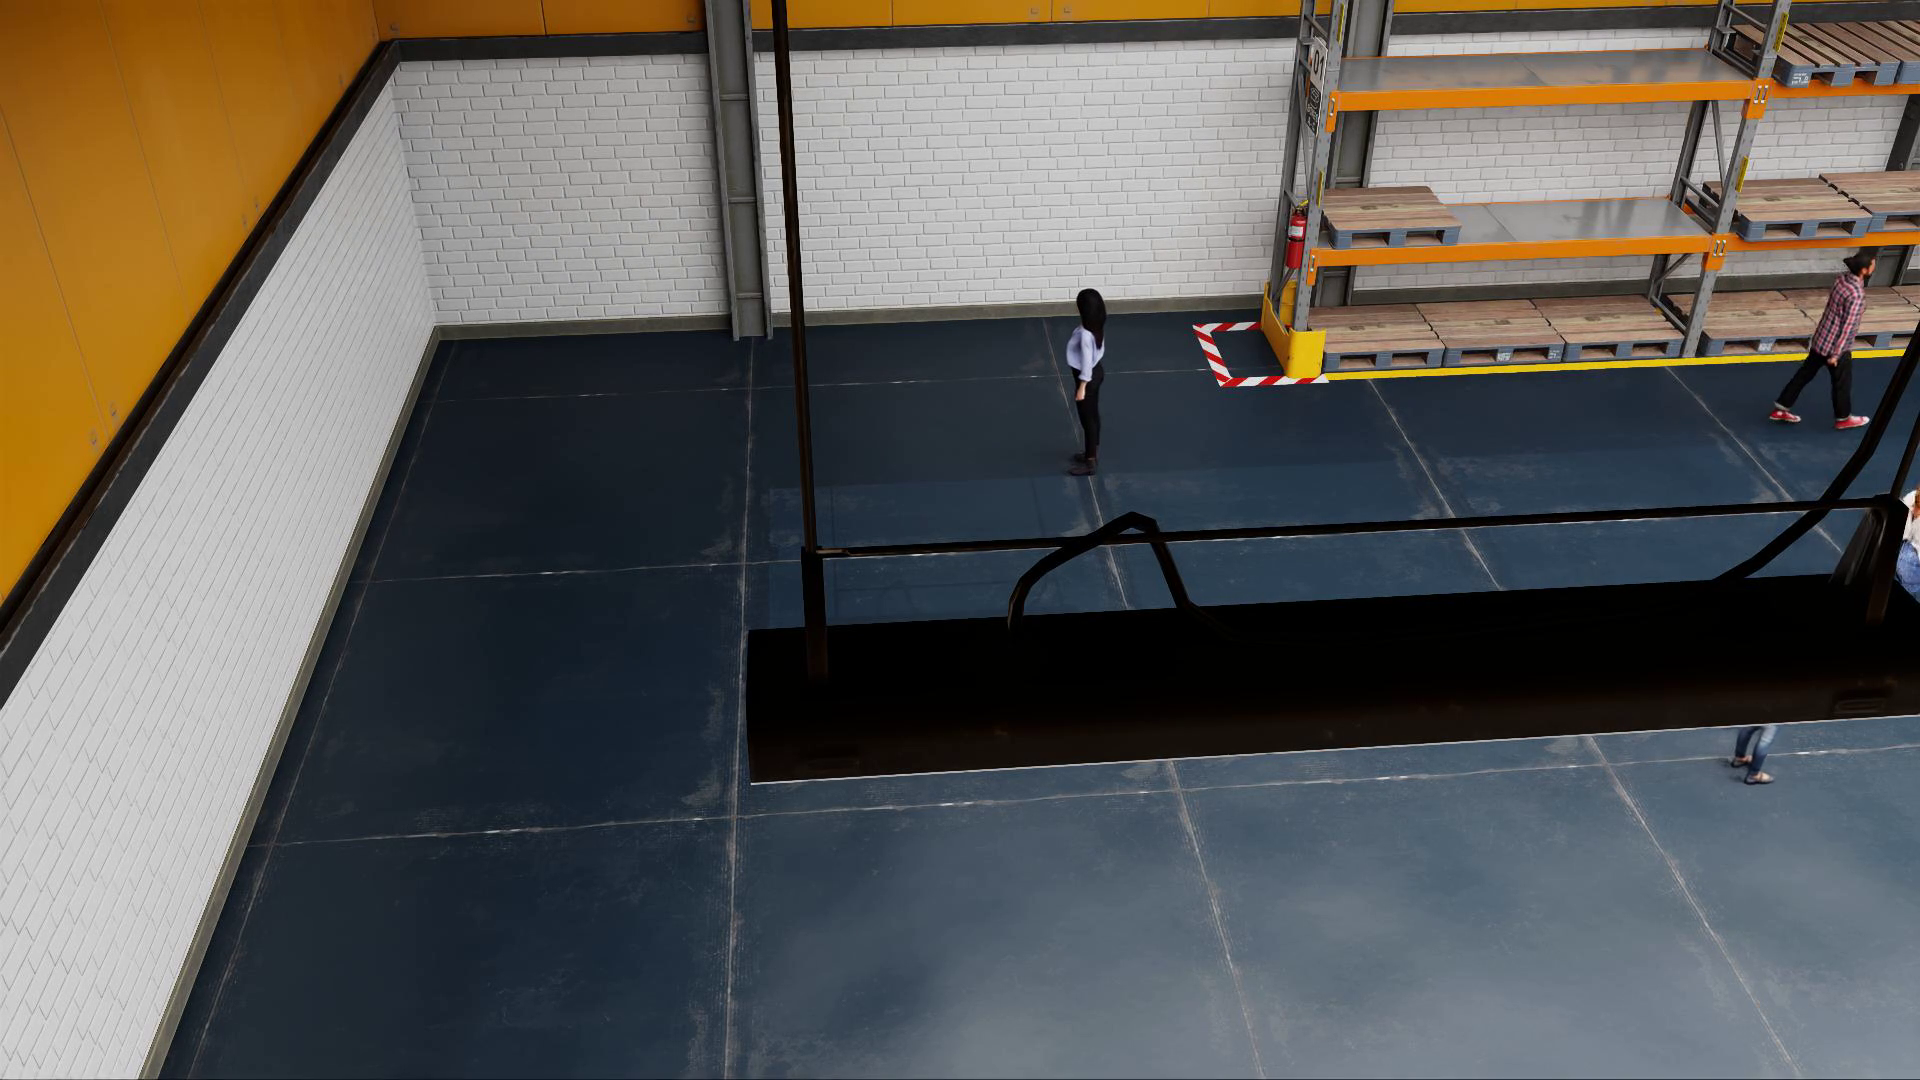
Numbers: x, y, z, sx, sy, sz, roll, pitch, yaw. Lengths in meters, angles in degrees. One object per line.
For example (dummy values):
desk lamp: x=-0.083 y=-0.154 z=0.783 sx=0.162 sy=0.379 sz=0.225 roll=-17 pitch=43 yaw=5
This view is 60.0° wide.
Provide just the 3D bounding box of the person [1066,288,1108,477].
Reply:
person: x=1.112 y=-1.361 z=14.306 sx=0.671 sy=1.745 sz=0.712 roll=9 pitch=35 yaw=13

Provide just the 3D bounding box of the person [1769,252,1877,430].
person: x=7.771 y=-1.768 z=14.944 sx=1.081 sy=1.717 sz=0.722 roll=-1 pitch=34 yaw=-2
